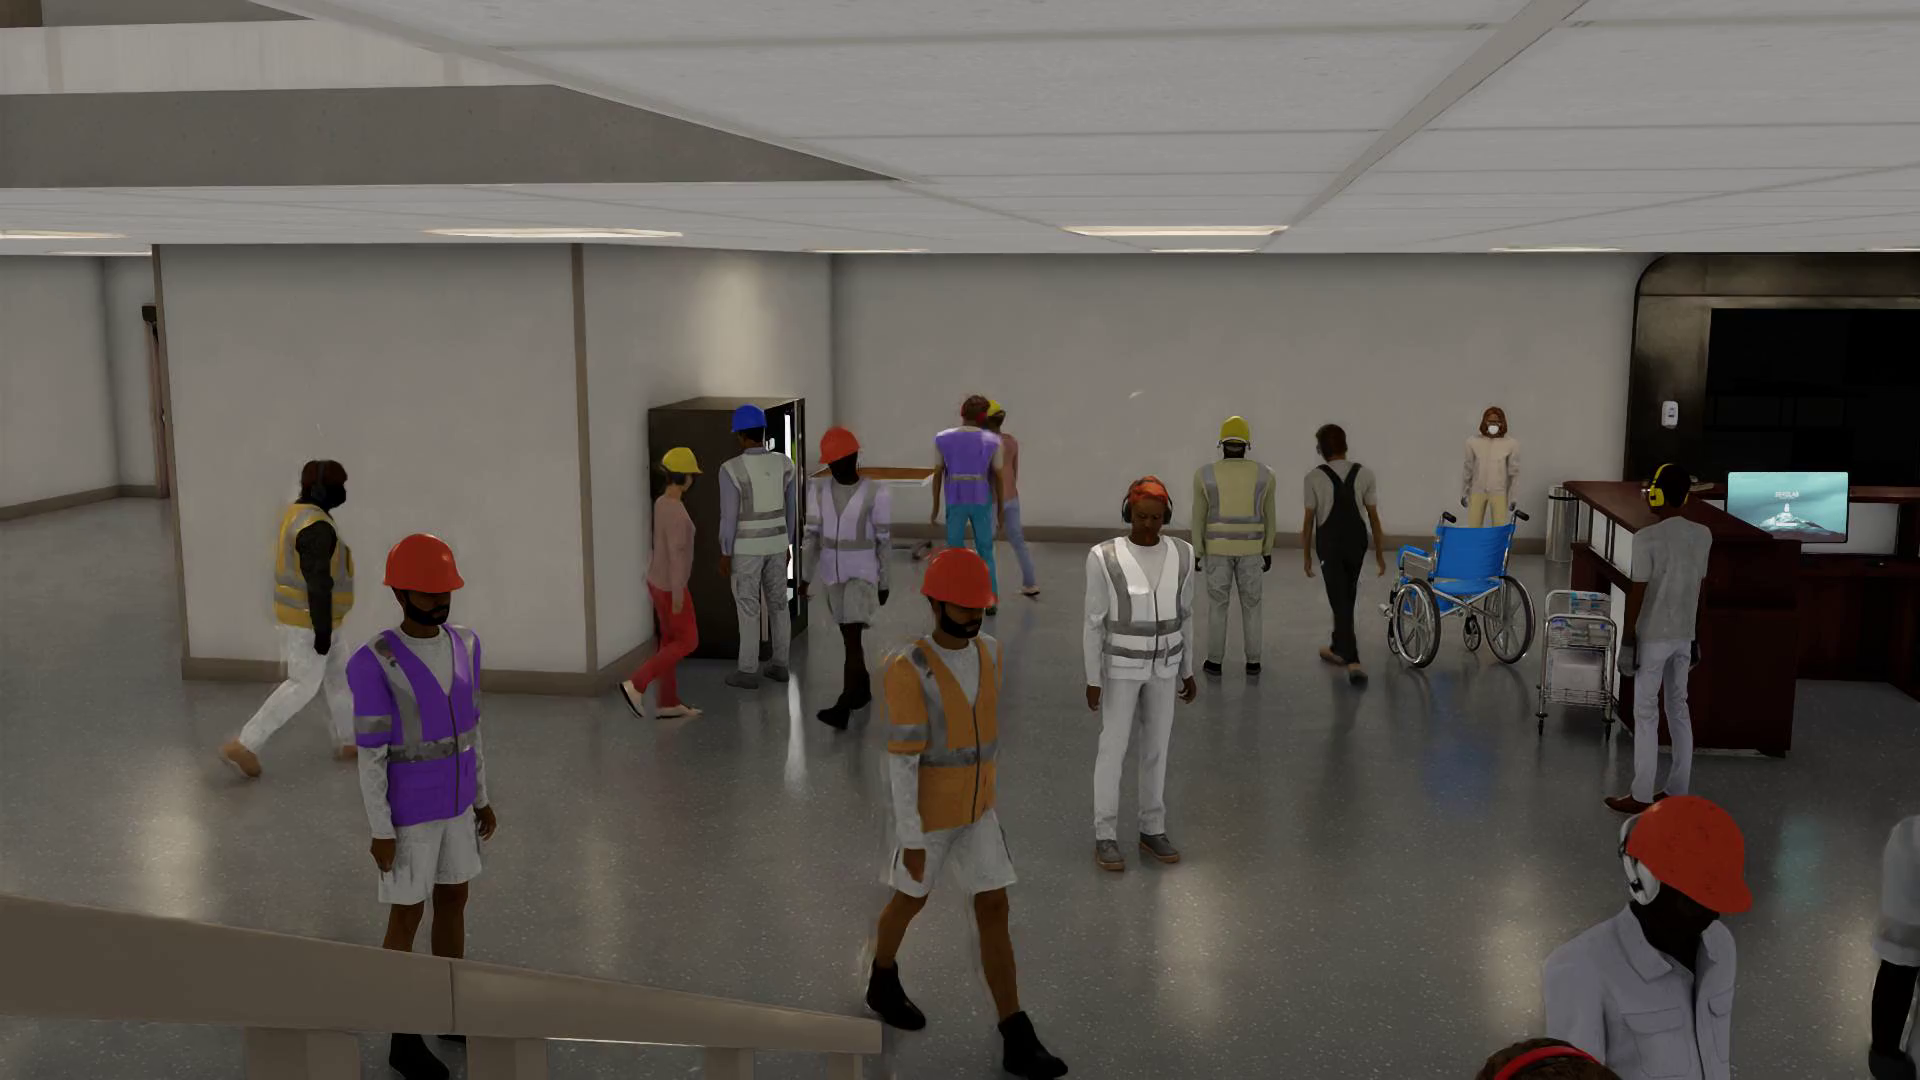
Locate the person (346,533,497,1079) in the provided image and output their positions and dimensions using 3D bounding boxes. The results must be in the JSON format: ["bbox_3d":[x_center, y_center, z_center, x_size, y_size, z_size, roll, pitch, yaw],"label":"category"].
[{"bbox_3d":[-1.871,0.933,5.908,0.361,1.938,0.545,5,10,28],"label":"person"}]

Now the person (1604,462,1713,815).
[{"bbox_3d":[3.654,0.525,8.668,0.507,1.862,0.326,-4,10,-21],"label":"person"}]

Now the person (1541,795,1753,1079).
[{"bbox_3d":[1.511,1.396,3.646,0.560,1.742,0.340,-5,11,-30],"label":"person"}]

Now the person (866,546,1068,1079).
[{"bbox_3d":[-0.037,0.950,5.984,0.568,1.883,1.013,-8,12,-41],"label":"person"}]

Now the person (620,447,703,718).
[{"bbox_3d":[-1.853,0.291,10.425,0.535,1.753,0.541,-4,10,-25],"label":"person"}]

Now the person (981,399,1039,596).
[{"bbox_3d":[0.328,-0.334,14.335,0.397,1.757,0.615,8,12,42],"label":"person"}]

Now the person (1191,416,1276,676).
[{"bbox_3d":[1.915,0.047,11.692,0.592,1.834,0.404,0,9,2],"label":"person"}]

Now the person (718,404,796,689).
[{"bbox_3d":[-1.388,0.045,11.361,0.603,1.944,0.391,-8,12,-41],"label":"person"}]

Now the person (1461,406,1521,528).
[{"bbox_3d":[4.814,-0.401,15.113,0.504,1.628,0.284,5,10,27],"label":"person"}]

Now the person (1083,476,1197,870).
[{"bbox_3d":[0.862,0.629,7.948,0.585,1.880,0.338,-4,10,-21],"label":"person"}]

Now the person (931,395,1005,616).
[{"bbox_3d":[0.071,-0.266,13.684,0.610,1.828,0.416,0,9,3],"label":"person"}]

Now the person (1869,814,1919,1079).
[{"bbox_3d":[2.421,1.263,3.828,0.608,1.955,0.385,6,11,32],"label":"person"}]

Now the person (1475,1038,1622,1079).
[{"bbox_3d":[0.738,1.558,2.353,0.569,1.839,0.374,-5,11,-30],"label":"person"}]

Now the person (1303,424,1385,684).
[{"bbox_3d":[2.690,0.084,11.643,0.565,1.789,0.969,0,9,-3],"label":"person"}]

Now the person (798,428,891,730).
[{"bbox_3d":[-0.732,0.224,10.514,0.536,1.866,0.993,4,10,23],"label":"person"}]

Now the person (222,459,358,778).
[{"bbox_3d":[-3.739,0.438,9.417,0.873,1.802,0.661,-5,10,-27],"label":"person"}]
